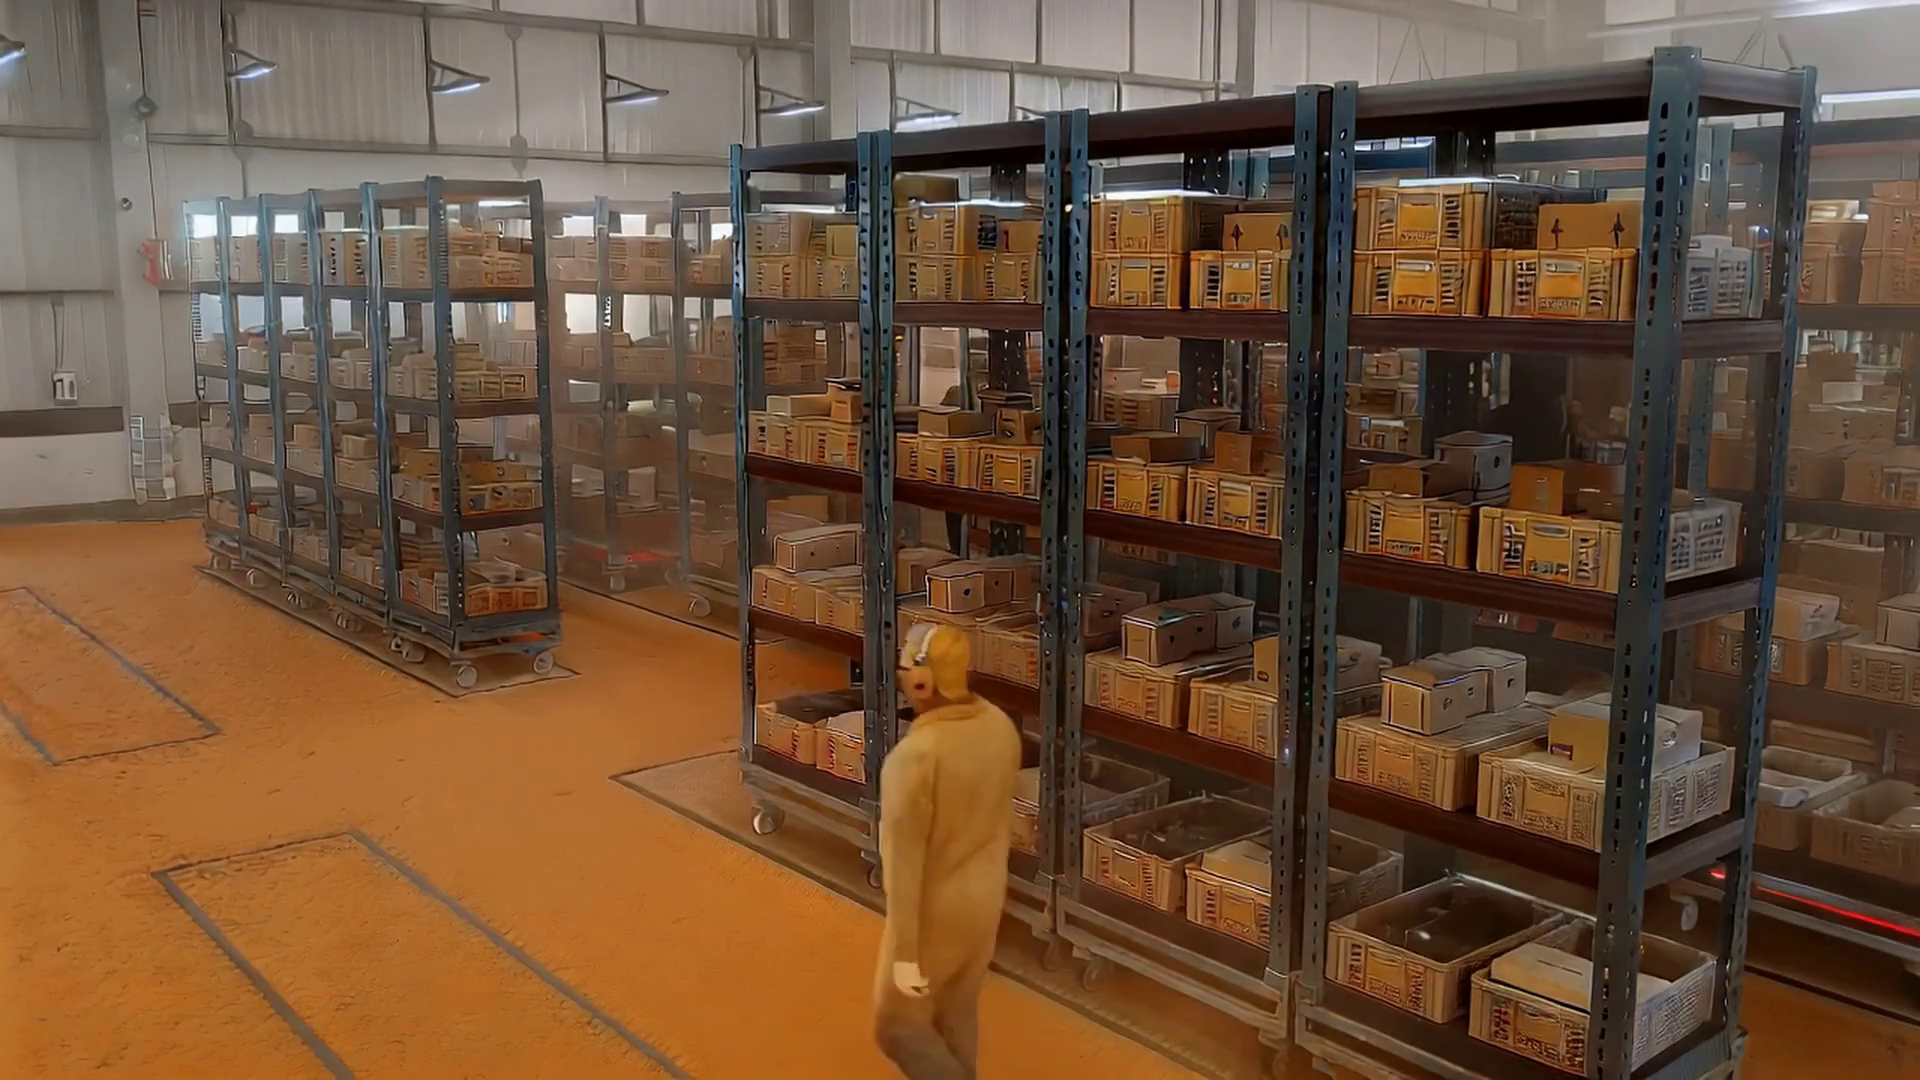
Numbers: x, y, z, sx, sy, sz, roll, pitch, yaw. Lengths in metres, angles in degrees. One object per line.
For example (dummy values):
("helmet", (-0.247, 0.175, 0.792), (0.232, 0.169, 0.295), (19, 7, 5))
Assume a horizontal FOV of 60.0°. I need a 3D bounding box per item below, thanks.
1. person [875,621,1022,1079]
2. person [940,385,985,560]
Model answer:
("person", (-0.005, 1.200, 5.321), (0.573, 1.894, 0.645), (7, 11, 34))
("person", (0.015, -0.322, 14.186), (0.395, 1.994, 0.612), (-6, 11, -31))
